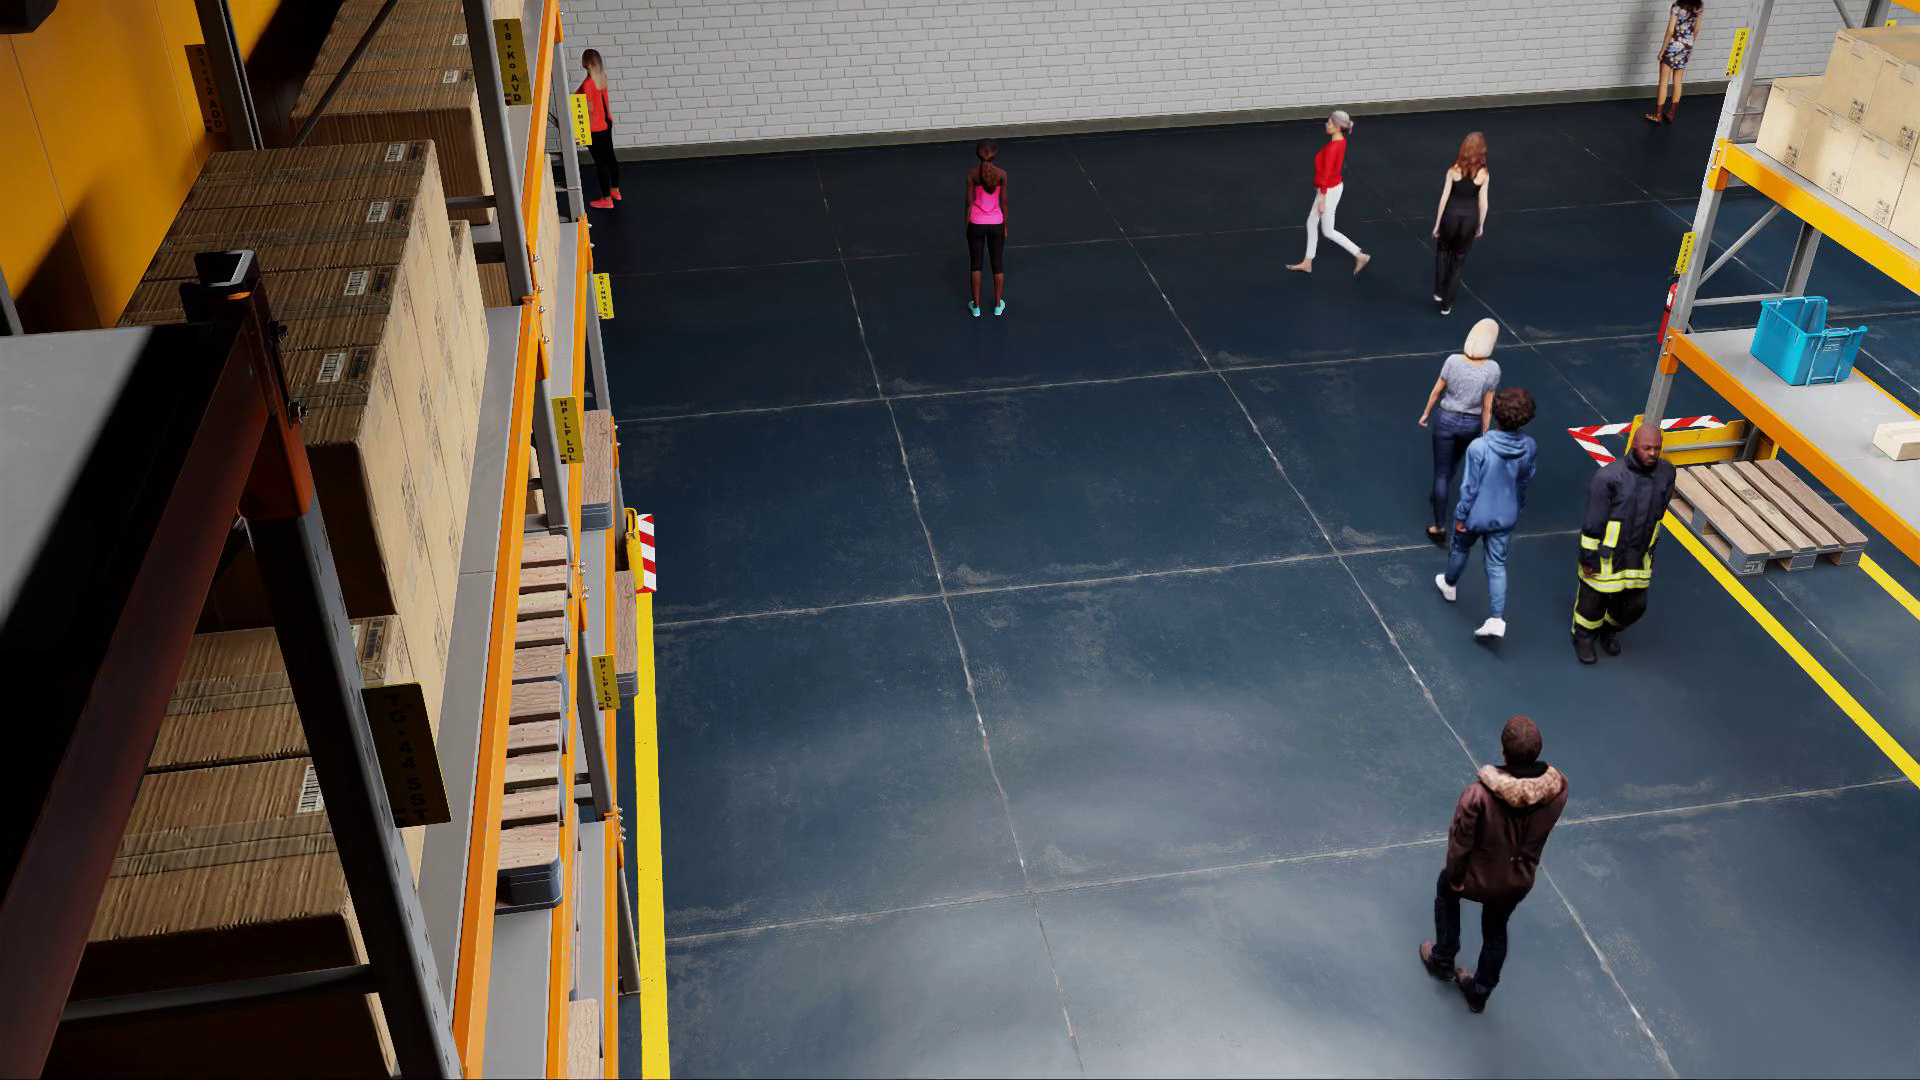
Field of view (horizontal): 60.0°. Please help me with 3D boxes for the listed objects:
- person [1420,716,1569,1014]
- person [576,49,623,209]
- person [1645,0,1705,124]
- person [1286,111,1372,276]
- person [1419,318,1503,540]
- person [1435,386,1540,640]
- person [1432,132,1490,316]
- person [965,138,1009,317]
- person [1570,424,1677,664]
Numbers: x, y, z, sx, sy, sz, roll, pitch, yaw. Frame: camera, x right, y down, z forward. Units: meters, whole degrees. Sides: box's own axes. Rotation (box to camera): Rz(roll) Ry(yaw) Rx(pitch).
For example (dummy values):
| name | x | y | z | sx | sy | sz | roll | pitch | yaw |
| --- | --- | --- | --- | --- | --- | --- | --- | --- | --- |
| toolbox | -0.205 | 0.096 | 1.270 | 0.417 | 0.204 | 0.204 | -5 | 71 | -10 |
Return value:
| name | x | y | z | sx | sy | sz | roll | pitch | yaw |
| --- | --- | --- | --- | --- | --- | --- | --- | --- | --- |
| person | 2.741 | 1.708 | 8.431 | 0.769 | 1.830 | 0.769 | -3 | 34 | -5 |
| person | -3.845 | -4.395 | 17.736 | 0.728 | 1.694 | 0.604 | 8 | 35 | 12 |
| person | 8.599 | -5.880 | 19.931 | 0.604 | 1.738 | 0.539 | -9 | 35 | -13 |
| person | 3.668 | -3.322 | 16.144 | 0.947 | 1.669 | 1.037 | 12 | 35 | 17 |
| person | 3.690 | -0.786 | 12.324 | 0.954 | 1.674 | 1.188 | 7 | 34 | 10 |
| person | 3.622 | -0.144 | 11.267 | 0.756 | 1.775 | 1.172 | -3 | 34 | -4 |
| person | 4.632 | -2.908 | 15.465 | 0.750 | 1.732 | 0.811 | 10 | 35 | 14 |
| person | 0.243 | -2.912 | 15.479 | 0.585 | 1.724 | 0.576 | -2 | 34 | -2 |
| person | 4.342 | -0.024 | 11.054 | 0.786 | 1.811 | 0.806 | 0 | 34 | -1 |
